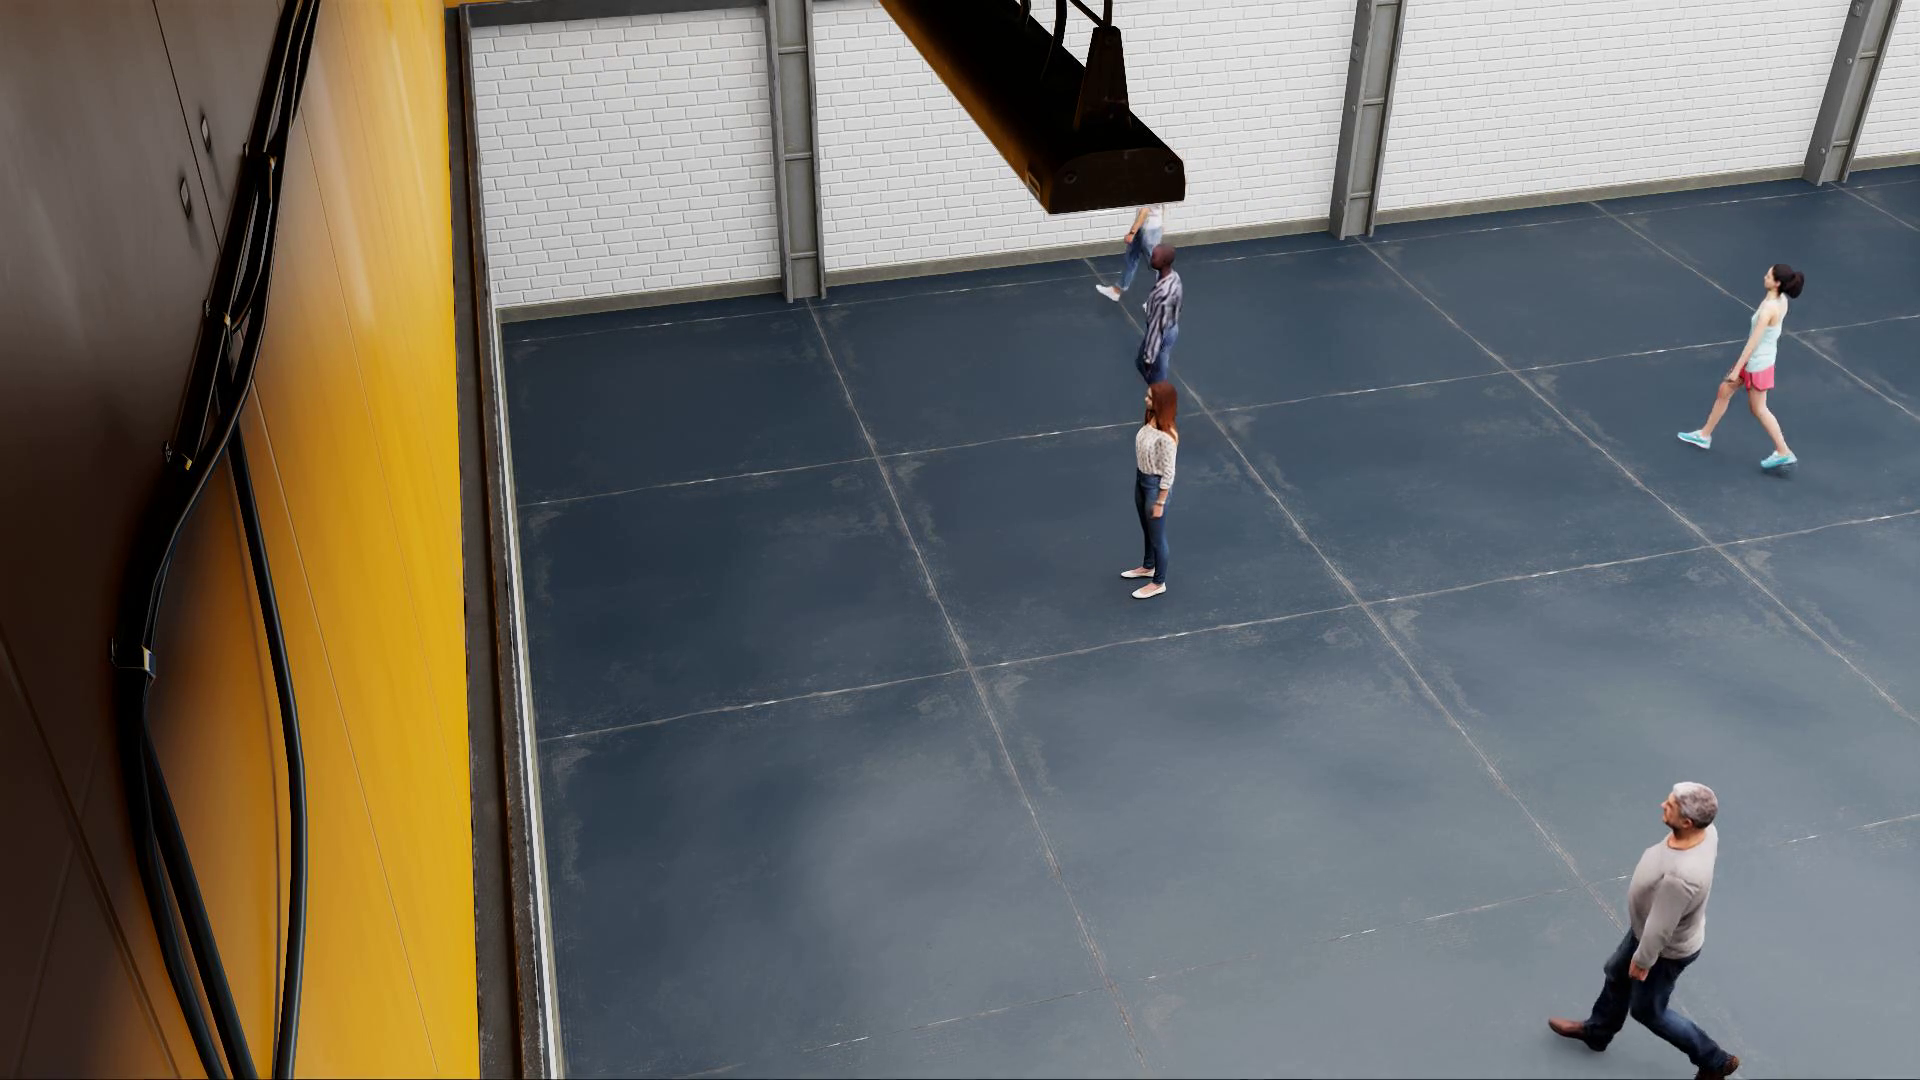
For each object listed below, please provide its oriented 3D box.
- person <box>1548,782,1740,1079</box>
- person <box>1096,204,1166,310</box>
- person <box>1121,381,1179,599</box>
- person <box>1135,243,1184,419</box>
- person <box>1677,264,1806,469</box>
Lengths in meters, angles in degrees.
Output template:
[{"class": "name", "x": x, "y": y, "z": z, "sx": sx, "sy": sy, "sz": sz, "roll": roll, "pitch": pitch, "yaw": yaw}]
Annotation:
[{"class": "person", "x": 3.573, "y": 2.008, "z": 8.274, "sx": 1.262, "sy": 1.886, "sz": 1.165, "roll": 16, "pitch": 37, "yaw": 22}, {"class": "person", "x": 1.888, "y": -2.936, "z": 15.885, "sx": 1.102, "sy": 1.695, "sz": 0.922, "roll": 8, "pitch": 34, "yaw": 12}, {"class": "person", "x": 1.407, "y": -0.380, "z": 12.008, "sx": 0.500, "sy": 1.729, "sz": 0.583, "roll": -7, "pitch": 34, "yaw": -10}, {"class": "person", "x": 1.762, "y": -1.632, "z": 13.844, "sx": 0.784, "sy": 1.781, "sz": 0.779, "roll": 6, "pitch": 34, "yaw": 9}, {"class": "person", "x": 6.548, "y": -1.374, "z": 13.504, "sx": 1.159, "sy": 1.728, "sz": 1.182, "roll": 22, "pitch": 40, "yaw": 30}]
